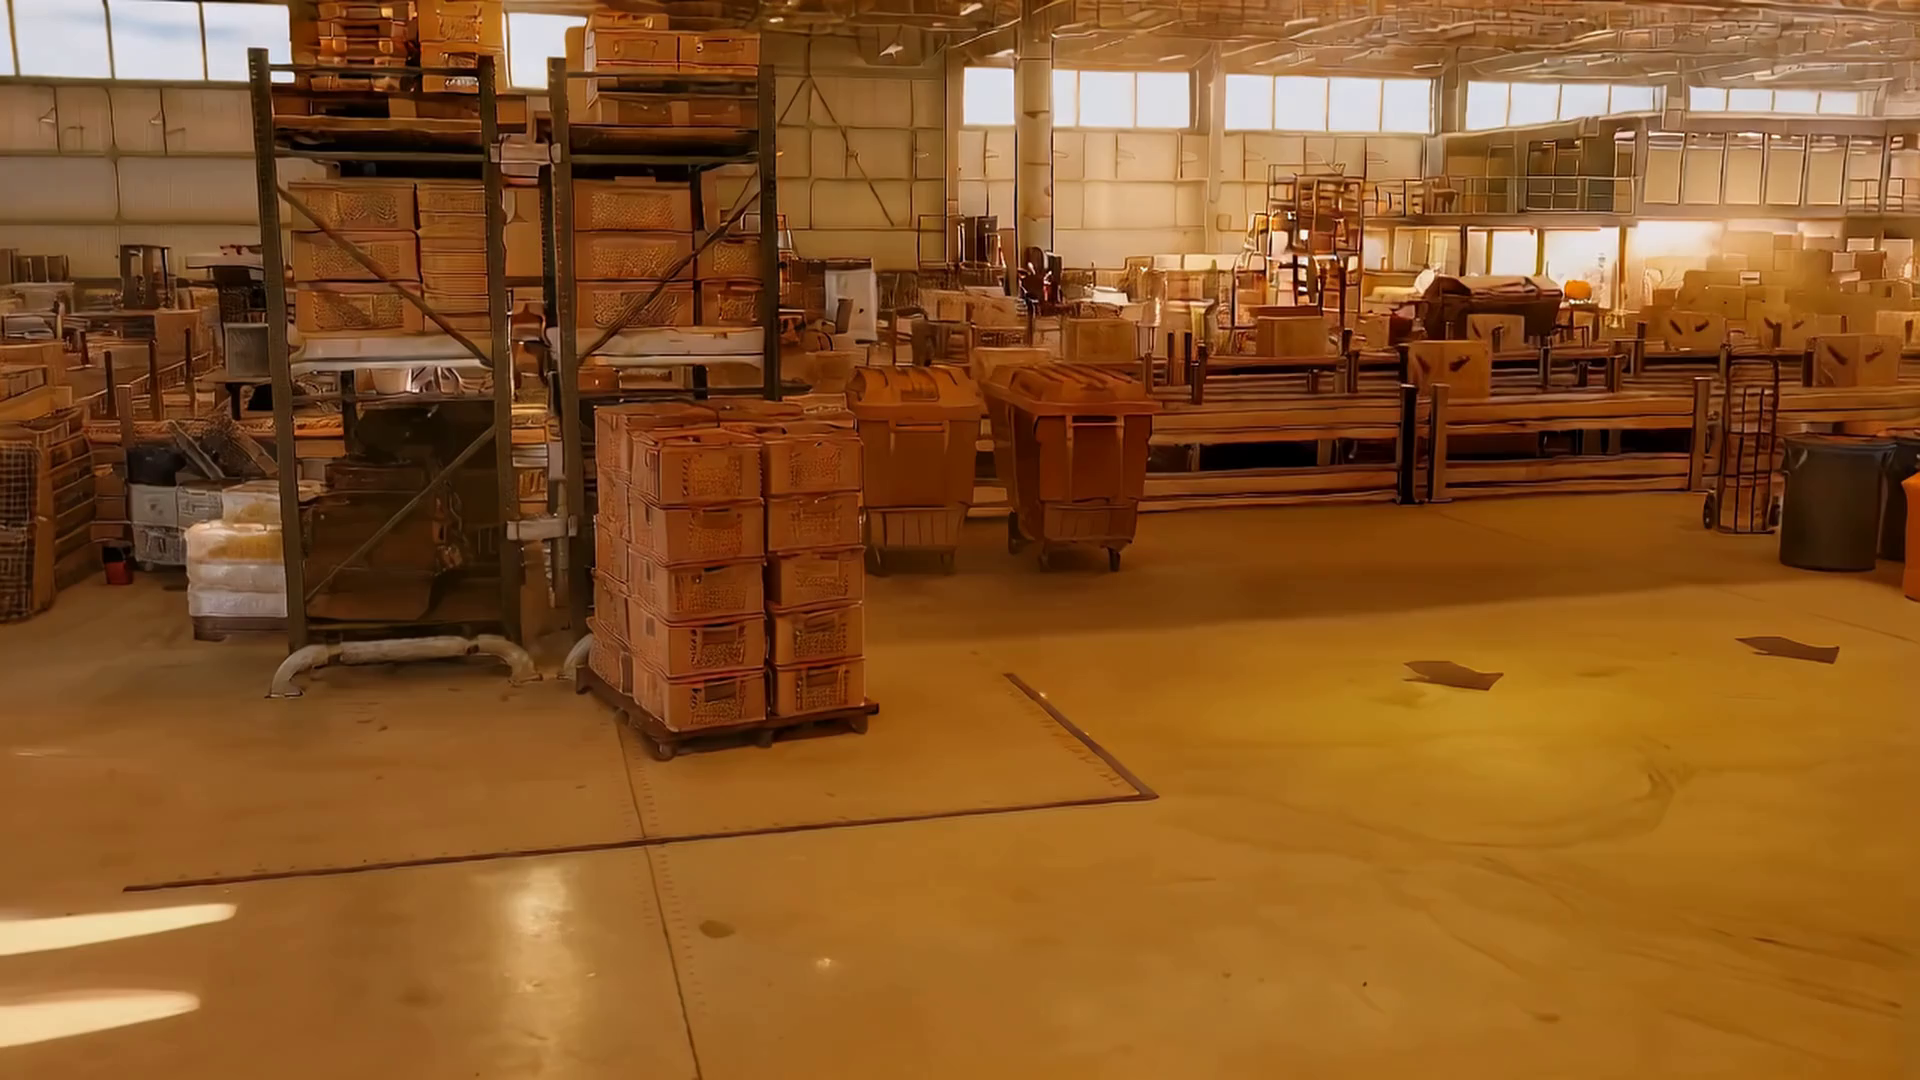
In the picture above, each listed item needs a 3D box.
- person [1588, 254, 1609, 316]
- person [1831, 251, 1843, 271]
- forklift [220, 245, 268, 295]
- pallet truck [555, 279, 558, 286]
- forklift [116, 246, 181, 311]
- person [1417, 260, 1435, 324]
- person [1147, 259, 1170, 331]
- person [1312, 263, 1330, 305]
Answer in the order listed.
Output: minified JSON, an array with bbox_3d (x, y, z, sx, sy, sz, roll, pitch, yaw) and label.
[{"bbox_3d":[19.541,-7.790,50.816,0.583,1.908,0.464,-3,11,-19],"label":"person"},{"bbox_3d":[22.980,-6.649,43.980,0.536,2.000,0.684,-10,14,-43],"label":"person"},{"bbox_3d":[-17.749,-6.334,41.440,1.157,1.987,2.680,-3,10,-17],"label":"forklift"},{"bbox_3d":[-10.604,-6.375,44.520,0.653,1.274,1.630,-3,10,-15],"label":"pallet truck"},{"bbox_3d":[-19.966,-6.232,40.894,1.157,1.987,2.680,-3,10,-15],"label":"forklift"},{"bbox_3d":[12.677,-6.723,45.205,0.526,1.761,0.333,9,13,41],"label":"person"},{"bbox_3d":[4.918,-6.067,41.310,0.526,1.840,0.962,6,12,29],"label":"person"},{"bbox_3d":[11.080,-7.841,51.201,0.581,1.880,0.479,0,10,-3],"label":"person"}]
